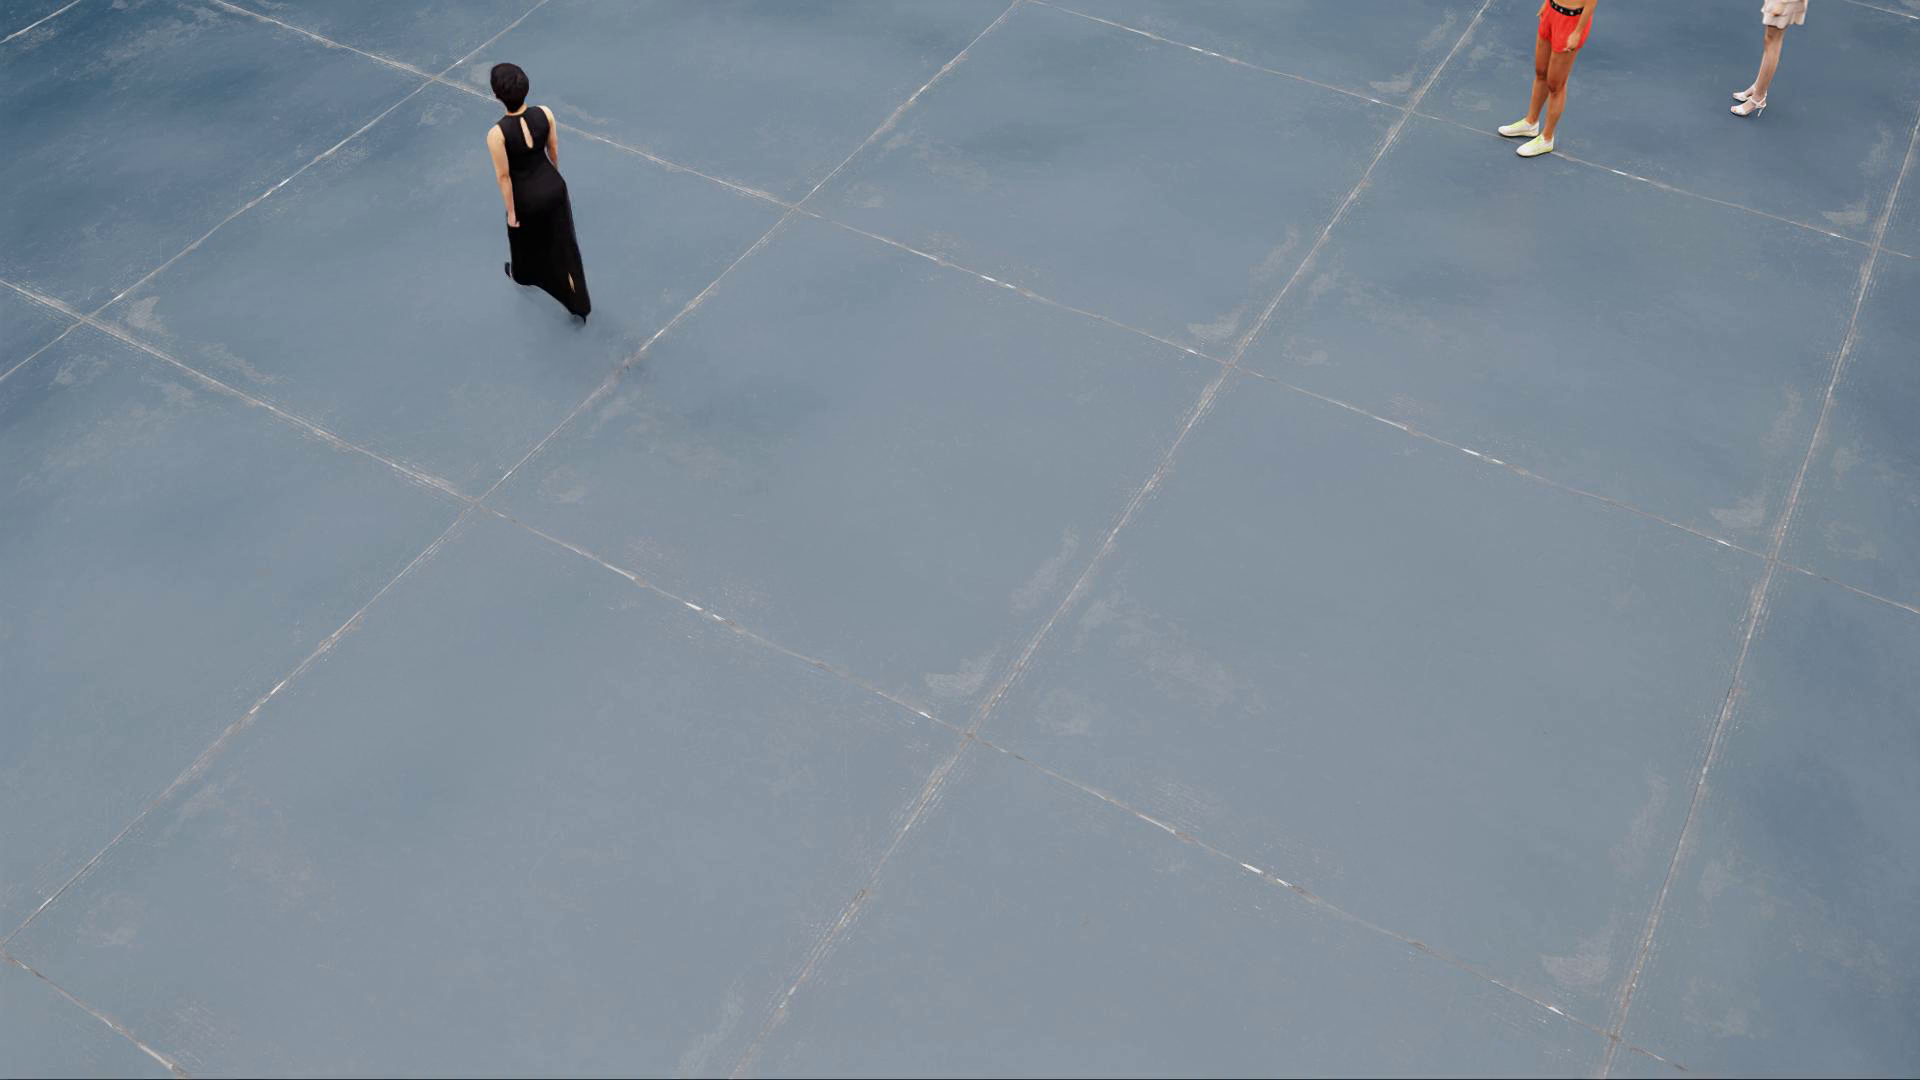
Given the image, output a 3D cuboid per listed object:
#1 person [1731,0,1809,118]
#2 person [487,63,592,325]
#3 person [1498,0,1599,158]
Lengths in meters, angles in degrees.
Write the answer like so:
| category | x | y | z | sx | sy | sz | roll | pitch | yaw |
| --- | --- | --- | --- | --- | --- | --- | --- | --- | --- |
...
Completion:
| category | x | y | z | sx | sy | sz | roll | pitch | yaw |
| --- | --- | --- | --- | --- | --- | --- | --- | --- | --- |
| person | 5.313 | -3.511 | 10.632 | 0.541 | 1.735 | 0.595 | 19 | 50 | 17 |
| person | -2.298 | -1.848 | 9.207 | 0.778 | 1.570 | 1.017 | -34 | 56 | -27 |
| person | 3.763 | -3.223 | 10.329 | 0.720 | 1.789 | 0.667 | -9 | 48 | -8 |
